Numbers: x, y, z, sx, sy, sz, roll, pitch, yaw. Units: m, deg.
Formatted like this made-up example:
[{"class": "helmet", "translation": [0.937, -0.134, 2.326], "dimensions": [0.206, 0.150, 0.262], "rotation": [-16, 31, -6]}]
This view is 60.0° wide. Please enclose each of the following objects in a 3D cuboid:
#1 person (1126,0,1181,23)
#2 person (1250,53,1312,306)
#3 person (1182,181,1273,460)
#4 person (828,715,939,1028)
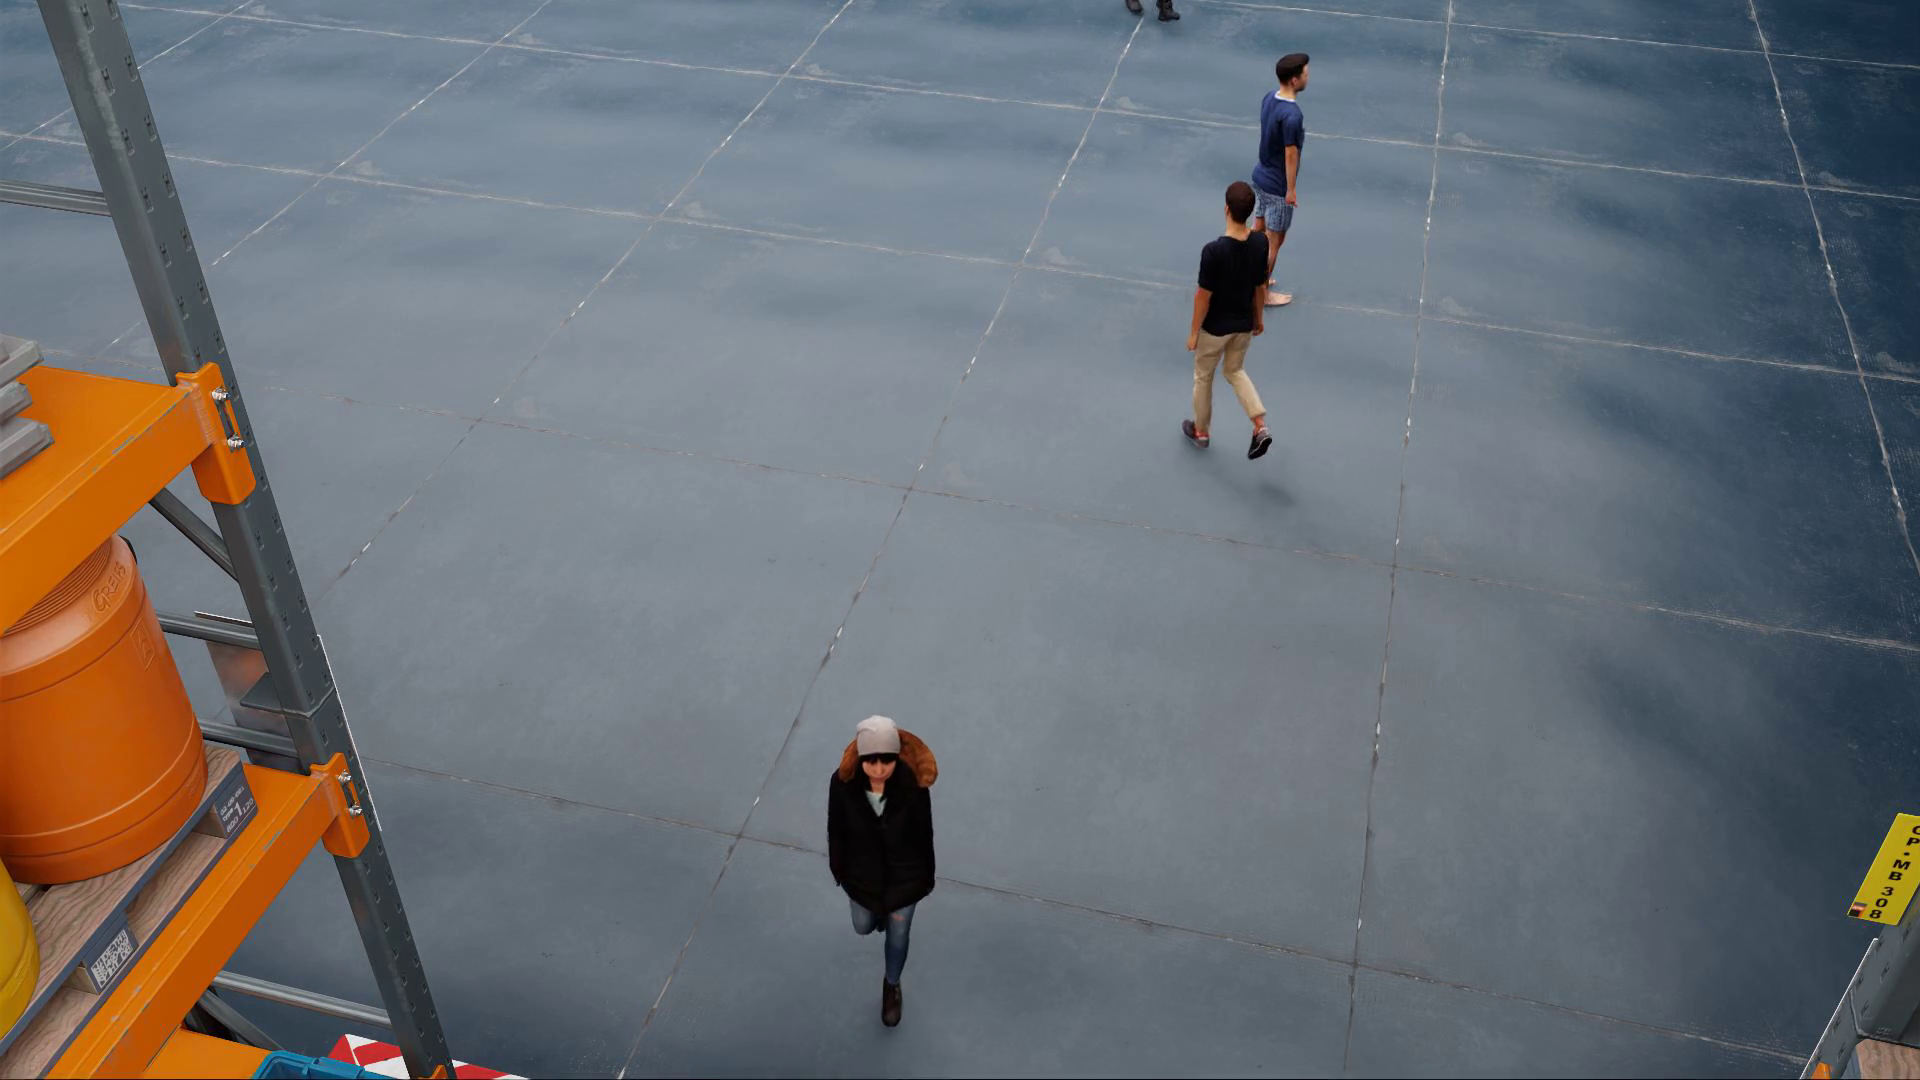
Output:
[{"class": "person", "translation": [1.816, -6.056, 16.365], "dimensions": [1.141, 1.784, 1.316], "rotation": [-12, 40, -15]}, {"class": "person", "translation": [2.247, -2.572, 11.861], "dimensions": [0.762, 1.846, 0.646], "rotation": [-10, 39, -12]}, {"class": "person", "translation": [1.689, -1.264, 10.200], "dimensions": [1.008, 1.834, 1.091], "rotation": [-17, 41, -21]}, {"class": "person", "translation": [-0.323, 1.334, 7.051], "dimensions": [0.757, 1.622, 0.930], "rotation": [-1, 38, -1]}]
